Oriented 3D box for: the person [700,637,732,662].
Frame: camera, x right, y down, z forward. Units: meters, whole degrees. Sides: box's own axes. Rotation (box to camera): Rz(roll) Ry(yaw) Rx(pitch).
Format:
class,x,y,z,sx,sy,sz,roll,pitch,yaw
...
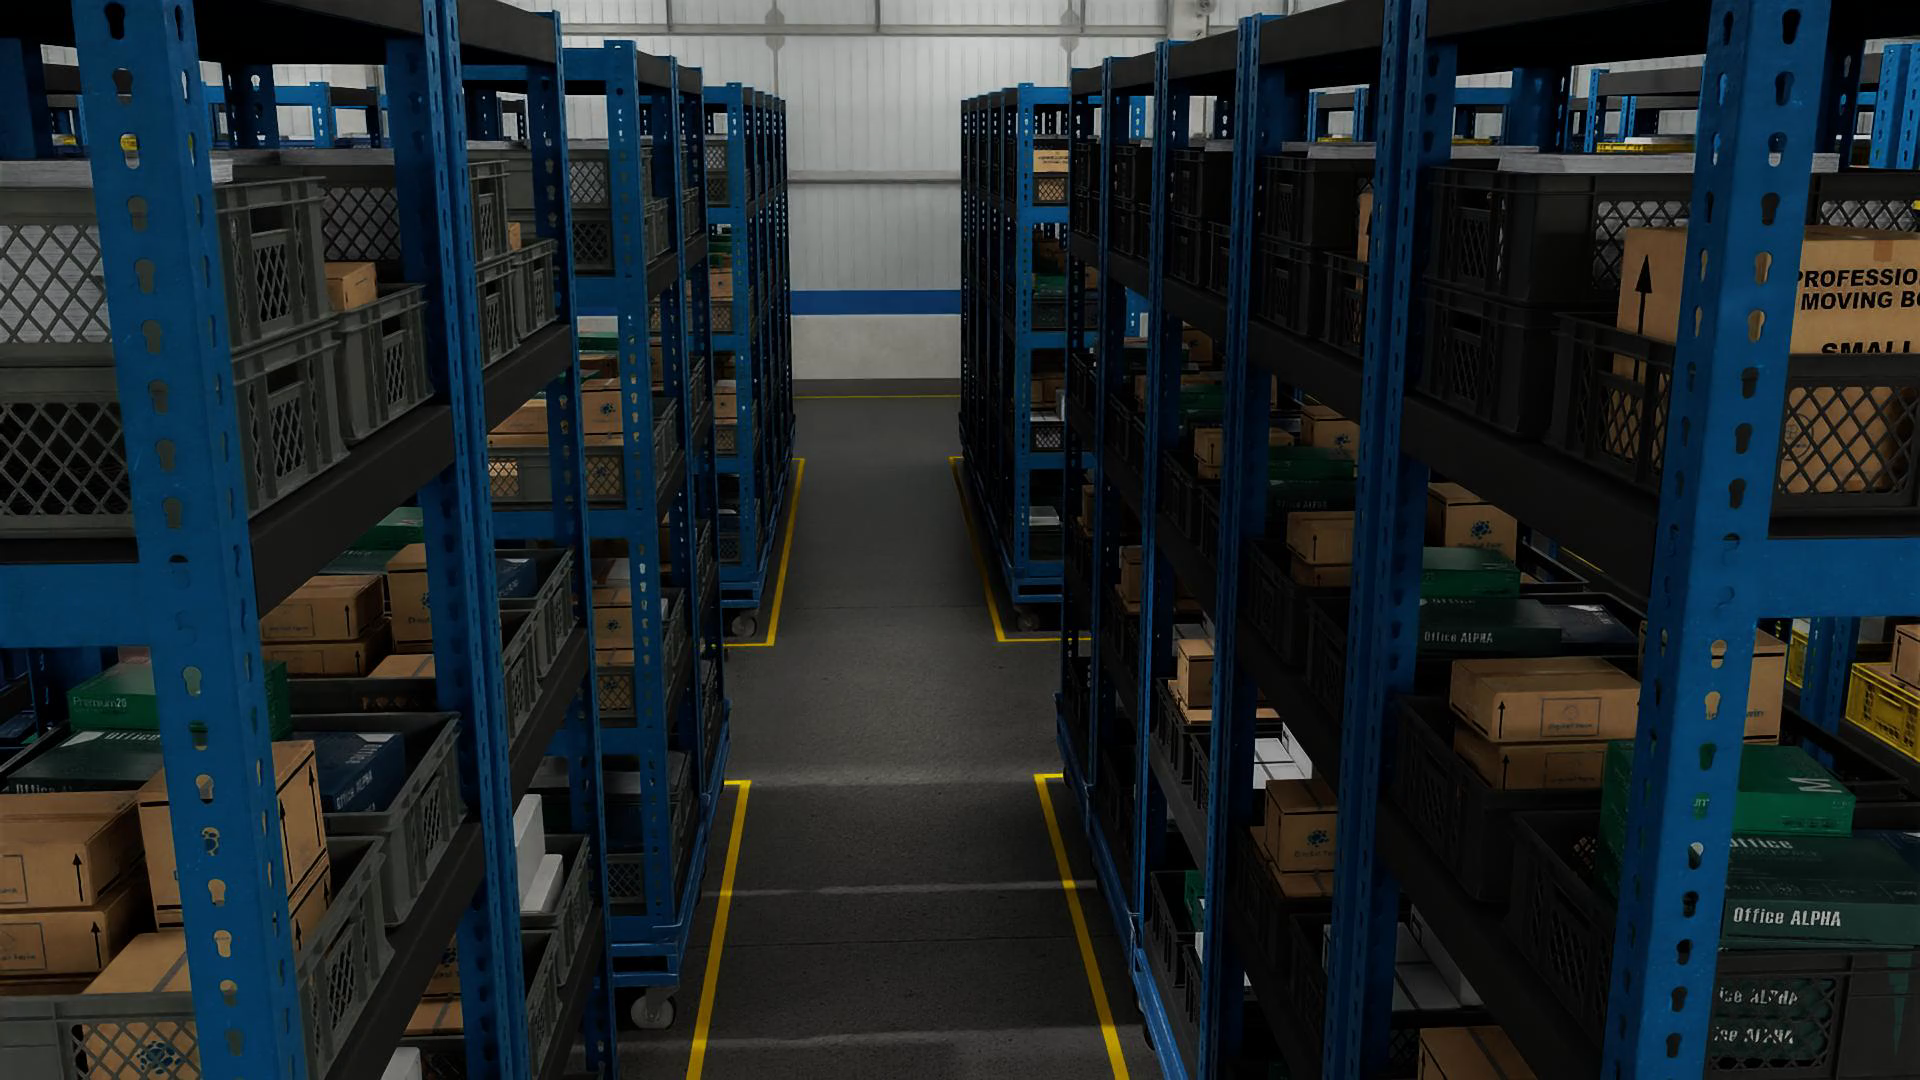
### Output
class,x,y,z,sx,sy,sz,roll,pitch,yaw
person,-1.924,-0.012,10.157,1.018,1.755,0.625,7,16,26
